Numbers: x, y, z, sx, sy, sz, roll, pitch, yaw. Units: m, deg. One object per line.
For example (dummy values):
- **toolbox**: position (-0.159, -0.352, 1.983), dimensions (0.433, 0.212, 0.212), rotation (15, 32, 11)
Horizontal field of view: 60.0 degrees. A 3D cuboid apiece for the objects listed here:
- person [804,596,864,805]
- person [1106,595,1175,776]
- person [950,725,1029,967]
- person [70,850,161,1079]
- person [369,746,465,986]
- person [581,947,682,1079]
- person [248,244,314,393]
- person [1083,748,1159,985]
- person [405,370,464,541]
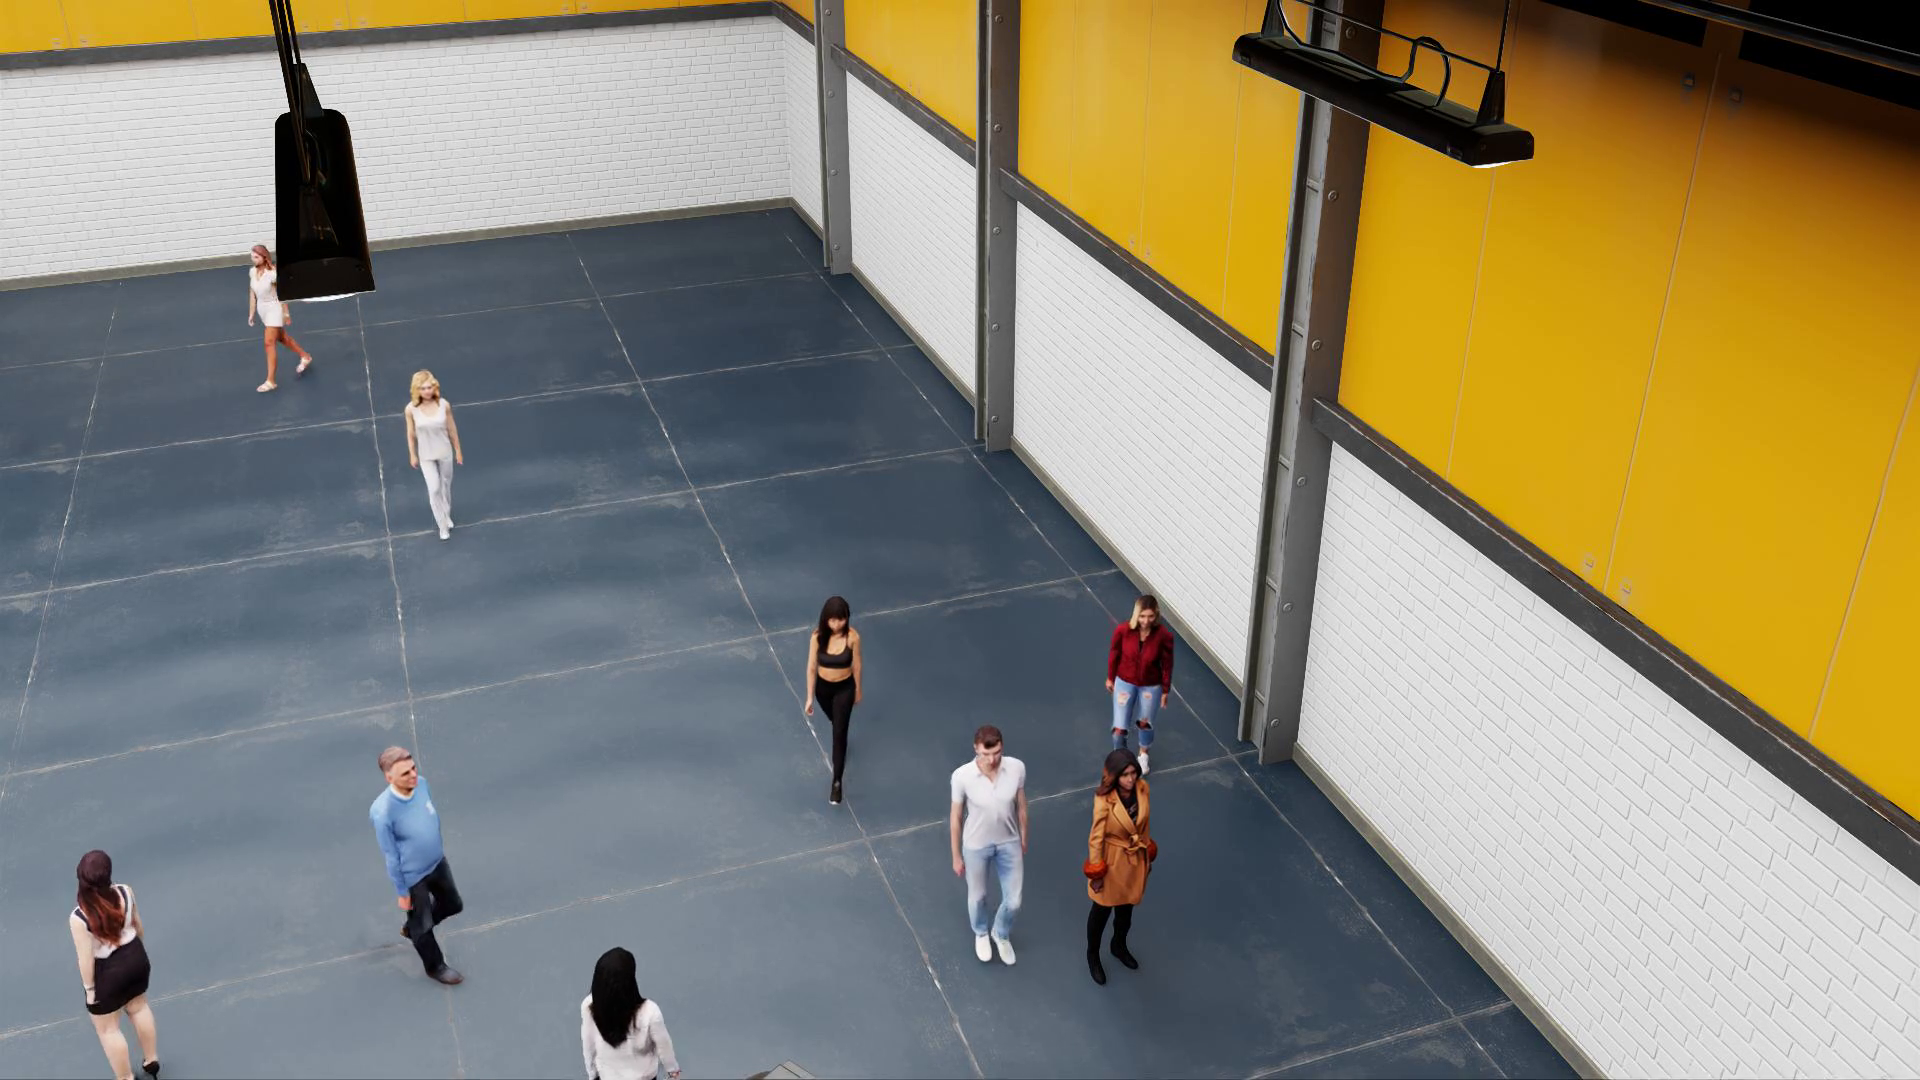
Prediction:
- **person**: position (-0.927, 1.084, 12.487), dimensions (0.886, 1.605, 1.173), rotation (3, 29, 6)
- **person**: position (1.351, 1.056, 12.530), dimensions (0.779, 1.612, 0.809), rotation (4, 29, 7)
- **person**: position (0.176, 1.905, 10.740), dimensions (0.716, 1.836, 0.687), rotation (-6, 29, -10)
- **person**: position (-4.953, 2.567, 9.746), dimensions (0.785, 1.625, 0.729), rotation (7, 29, 12)
- **person**: position (-3.499, 2.044, 10.519), dimensions (0.923, 1.804, 0.863), rotation (12, 31, 22)
- **person**: position (-1.829, 2.942, 8.987), dimensions (0.734, 1.694, 0.767), rotation (7, 29, 13)
- **person**: position (-7.890, -2.621, 19.226), dimensions (1.101, 1.655, 1.123), rotation (14, 32, 24)
- **person**: position (1.010, 2.058, 10.580), dimensions (0.736, 1.720, 0.650), rotation (-16, 32, -27)
- **person**: position (-5.072, -0.879, 16.034), dimensions (0.684, 1.654, 0.819), rotation (-14, 32, -25)
